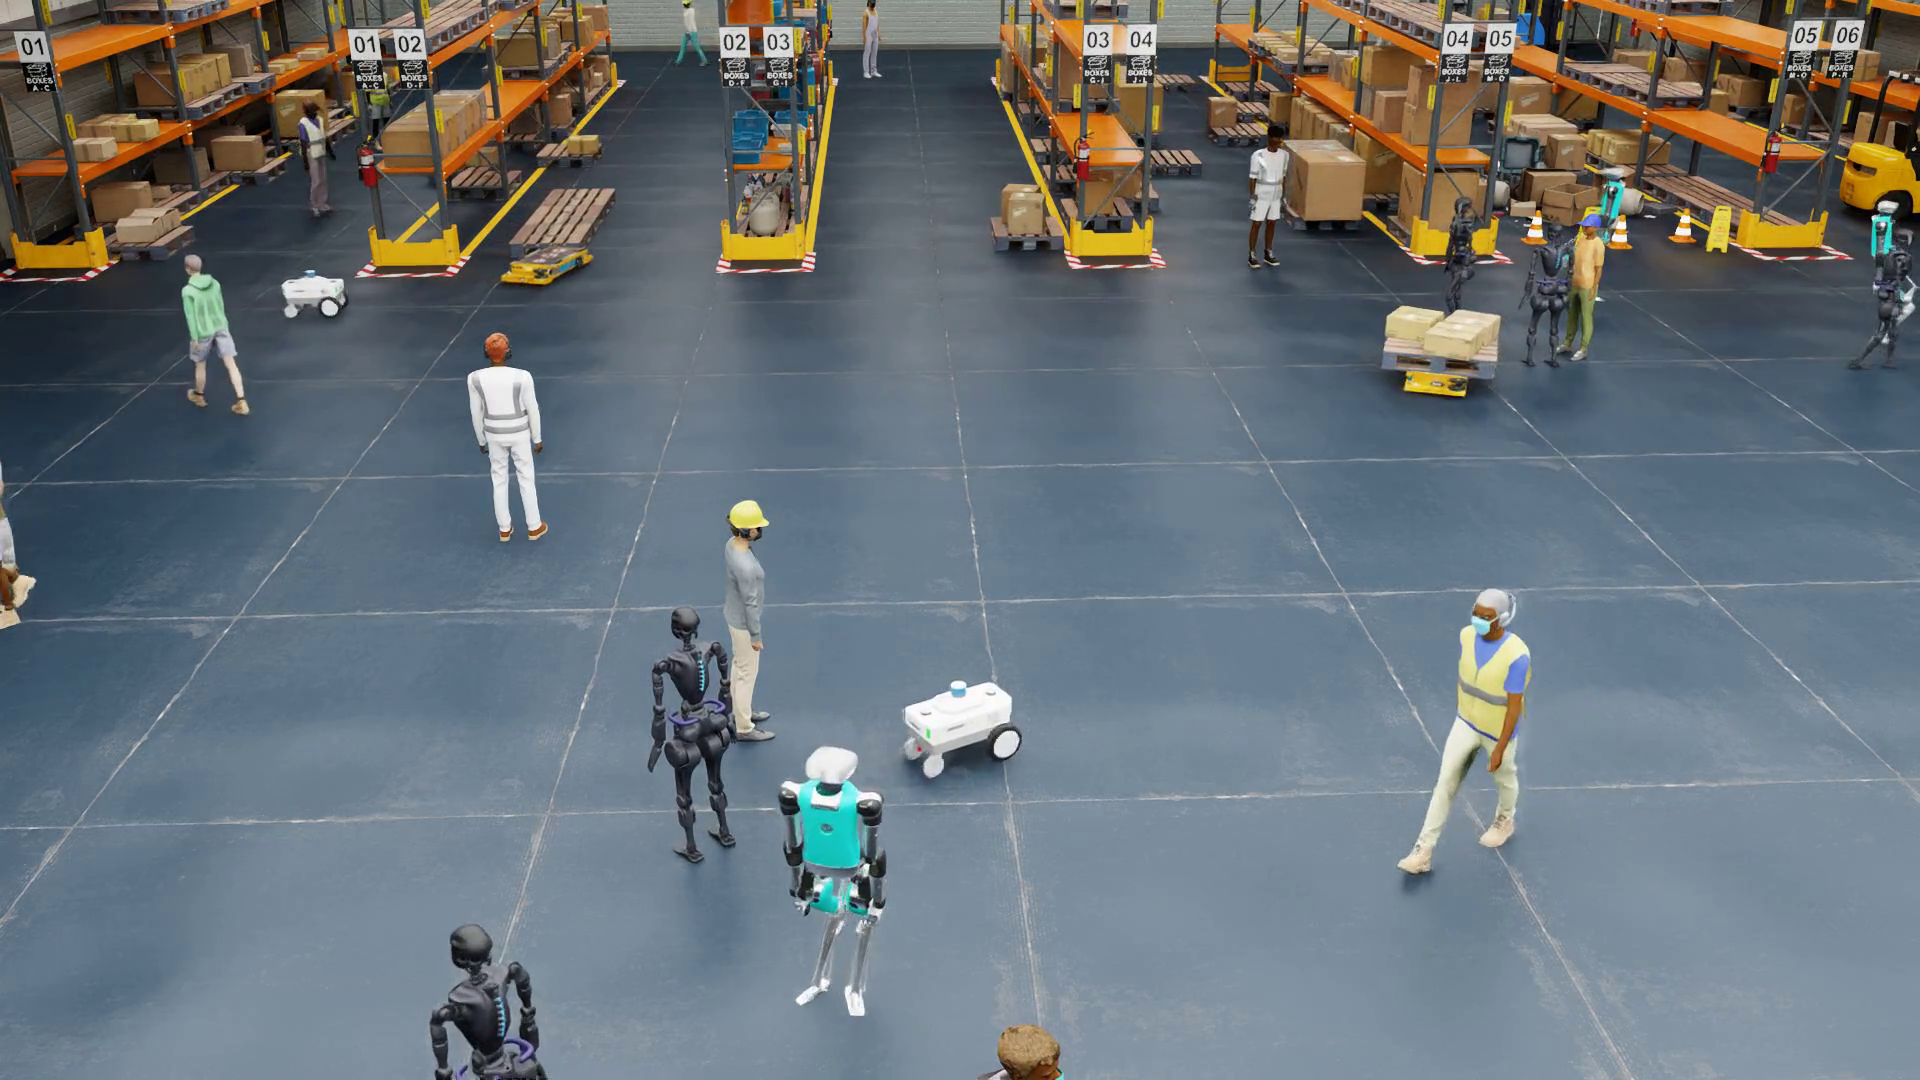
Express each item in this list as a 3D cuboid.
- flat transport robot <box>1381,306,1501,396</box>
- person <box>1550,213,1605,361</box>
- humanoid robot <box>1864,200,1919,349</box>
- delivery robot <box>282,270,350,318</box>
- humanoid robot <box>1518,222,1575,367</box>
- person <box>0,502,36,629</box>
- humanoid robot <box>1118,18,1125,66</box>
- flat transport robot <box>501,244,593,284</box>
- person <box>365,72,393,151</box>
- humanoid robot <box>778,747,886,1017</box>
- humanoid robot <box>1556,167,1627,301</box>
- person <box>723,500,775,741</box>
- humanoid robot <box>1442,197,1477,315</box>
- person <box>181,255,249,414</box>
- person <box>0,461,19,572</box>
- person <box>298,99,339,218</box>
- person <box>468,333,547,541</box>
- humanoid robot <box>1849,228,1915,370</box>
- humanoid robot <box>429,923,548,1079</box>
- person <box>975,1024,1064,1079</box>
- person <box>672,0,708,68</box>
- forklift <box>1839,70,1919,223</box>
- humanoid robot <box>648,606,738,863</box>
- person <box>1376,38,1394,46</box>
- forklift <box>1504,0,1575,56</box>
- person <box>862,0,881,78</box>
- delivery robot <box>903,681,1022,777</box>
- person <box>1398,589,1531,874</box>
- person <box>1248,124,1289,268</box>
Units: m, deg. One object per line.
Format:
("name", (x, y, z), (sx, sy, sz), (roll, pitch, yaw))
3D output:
("flat transport robot", (5.410, -1.945, 18.843), (0.659, 0.231, 1.431), (7, 25, 16))
("person", (7.204, -2.934, 19.282), (0.355, 1.718, 0.449), (-9, 26, -20))
("humanoid robot", (11.029, -3.045, 19.613), (0.786, 1.853, 0.541), (12, 27, 25))
("delivery robot", (-8.208, -3.130, 21.146), (0.785, 0.587, 0.499), (-2, 24, -4))
("humanoid robot", (6.745, -2.810, 19.068), (0.602, 1.638, 0.403), (-4, 24, -8))
("person", (-7.644, -0.138, 12.971), (0.620, 1.737, 0.502), (21, 31, 39))
("humanoid robot", (3.733, -12.042, 39.732), (0.554, 1.729, 1.025), (-14, 28, -29))
("flat transport robot", (-5.714, -3.824, 23.064), (0.659, 0.231, 1.431), (6, 25, 14))
("person", (-10.822, -8.143, 31.012), (0.317, 1.695, 0.539), (17, 29, 33))
("humanoid robot", (-0.601, 1.758, 8.733), (0.546, 1.773, 0.796), (5, 24, 10))
("humanoid robot", (8.086, -3.984, 21.657), (0.912, 1.796, 0.545), (13, 27, 27))
("person", (-1.447, 0.546, 11.416), (0.333, 1.757, 0.515), (-8, 25, -17))
("humanoid robot", (6.124, -3.389, 20.359), (0.376, 1.645, 0.585), (-5, 24, -10))
("person", (-7.964, -2.185, 17.621), (0.935, 1.690, 0.465), (19, 30, 36))
("person", (-8.174, -0.538, 13.692), (0.569, 1.888, 0.394), (0, 24, -1))
("person", (-10.048, -5.979, 26.004), (0.413, 1.825, 0.728), (4, 24, 9))
("person", (-3.928, -0.887, 14.484), (0.574, 1.882, 0.356), (-1, 24, -3))
("humanoid robot", (10.588, -2.722, 18.901), (0.596, 1.648, 0.600), (11, 26, 24))
("humanoid robot", (-2.064, 2.413, 7.312), (0.306, 1.644, 0.608), (15, 28, 30))
("person", (0.238, 2.662, 6.469), (0.377, 1.916, 0.497), (7, 25, 15))
("person", (-6.611, -12.426, 40.617), (0.848, 1.709, 0.535), (-17, 29, -33))
("forklift", (15.132, -6.143, 25.915), (2.313, 2.155, 1.214), (-1, 24, -2))
("humanoid robot", (-1.615, 1.170, 10.106), (0.610, 1.652, 0.308), (-21, 31, -39))
("person", (10.775, -12.864, 41.553), (0.932, 1.748, 0.630), (-3, 24, -7))
("forklift", (14.700, -13.805, 42.301), (1.873, 2.768, 1.129), (-1, 24, -2))
("person", (-2.054, -11.820, 39.074), (0.520, 1.859, 0.384), (-22, 32, -40))
("delivery robot", (-0.001, 1.234, 11.320), (0.756, 0.571, 0.499), (-14, 28, -29))
("person", (3.127, 1.144, 9.998), (1.051, 1.827, 0.501), (-20, 31, -37))
("person", (4.292, -4.783, 23.151), (0.608, 1.961, 0.375), (-9, 26, -20))
